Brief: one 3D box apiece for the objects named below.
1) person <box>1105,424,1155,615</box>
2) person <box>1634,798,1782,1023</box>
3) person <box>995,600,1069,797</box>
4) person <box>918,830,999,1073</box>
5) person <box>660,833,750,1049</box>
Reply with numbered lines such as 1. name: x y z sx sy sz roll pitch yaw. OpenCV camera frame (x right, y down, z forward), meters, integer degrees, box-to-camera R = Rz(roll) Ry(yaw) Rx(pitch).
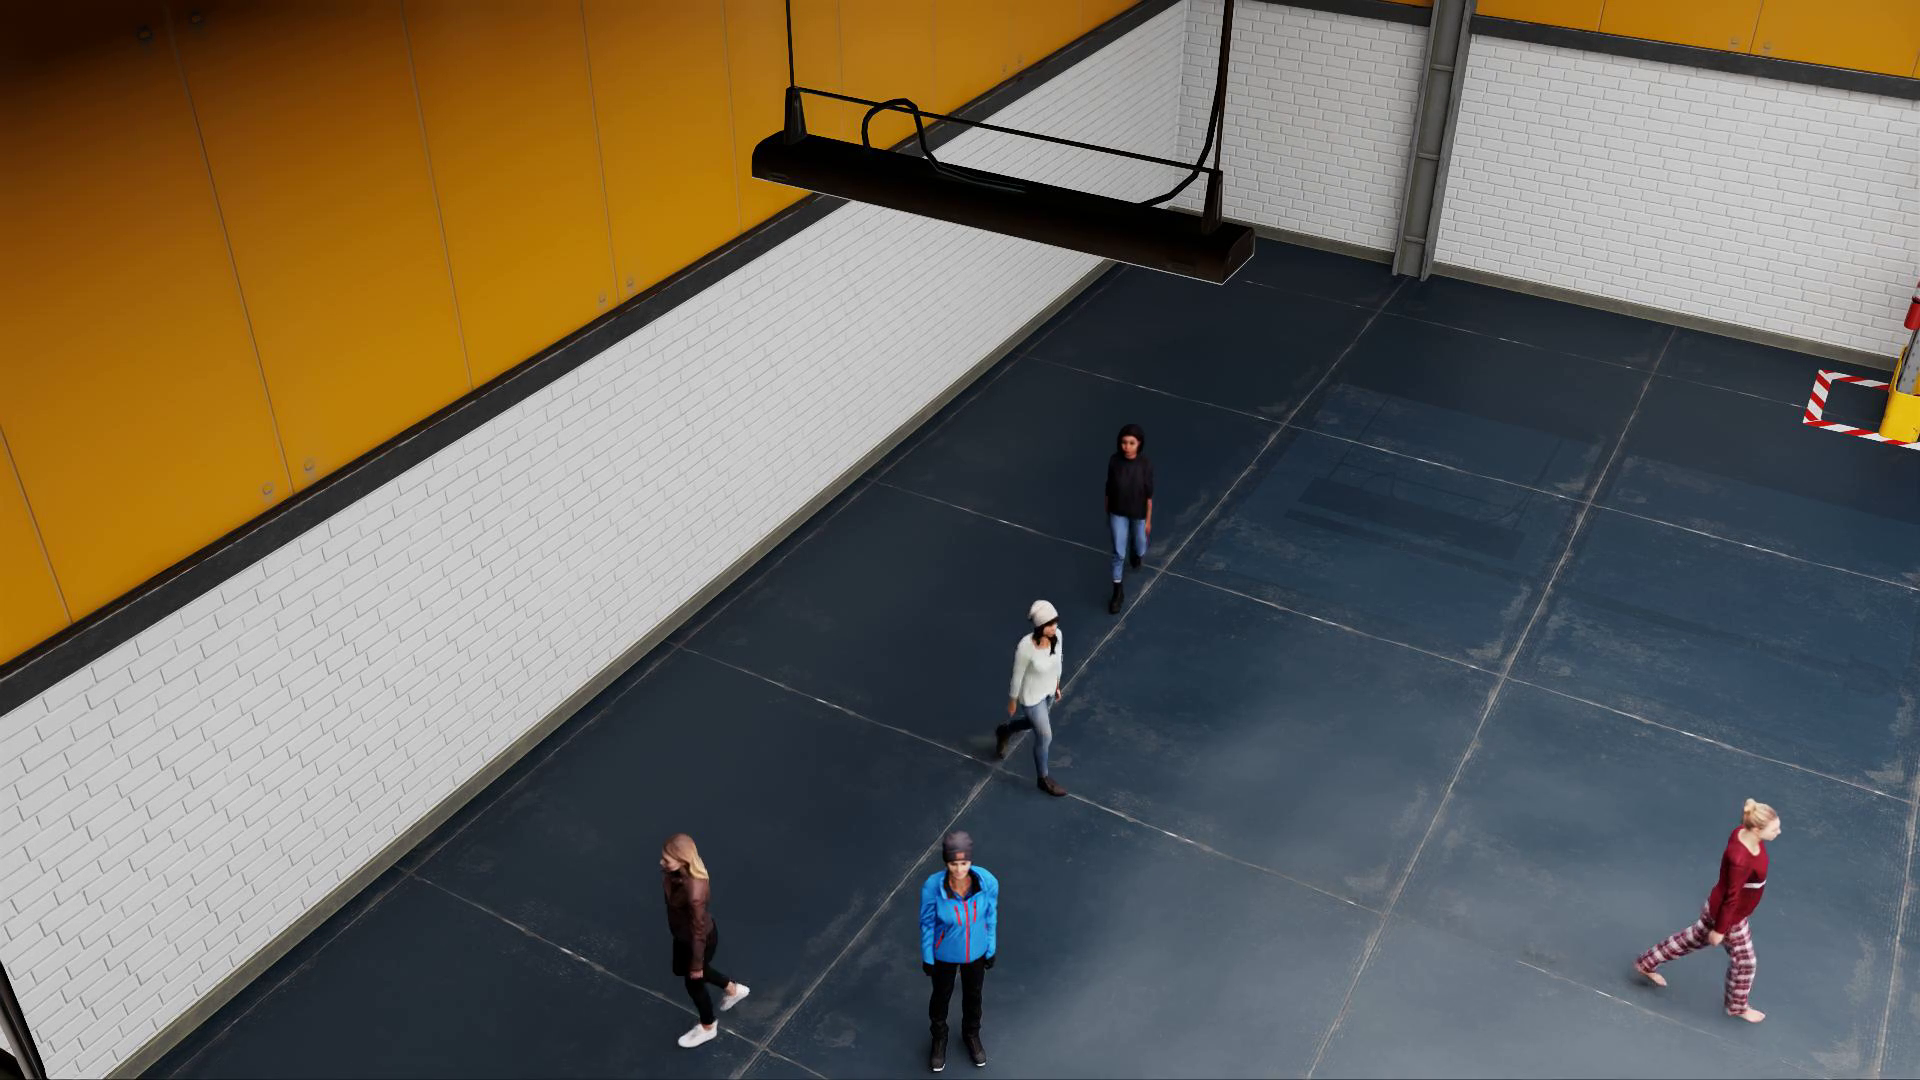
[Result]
1. person: 1.419 -0.242 13.860 0.957 1.686 0.839 5 34 8
2. person: 4.626 2.227 10.172 1.034 1.655 0.681 15 37 22
3. person: 0.496 1.071 11.943 0.733 1.621 1.052 -25 41 -33
4. person: -0.012 2.405 9.777 0.668 1.797 0.751 -5 34 -8
5. person: -1.513 2.358 9.944 0.870 1.691 0.814 -12 36 -18
